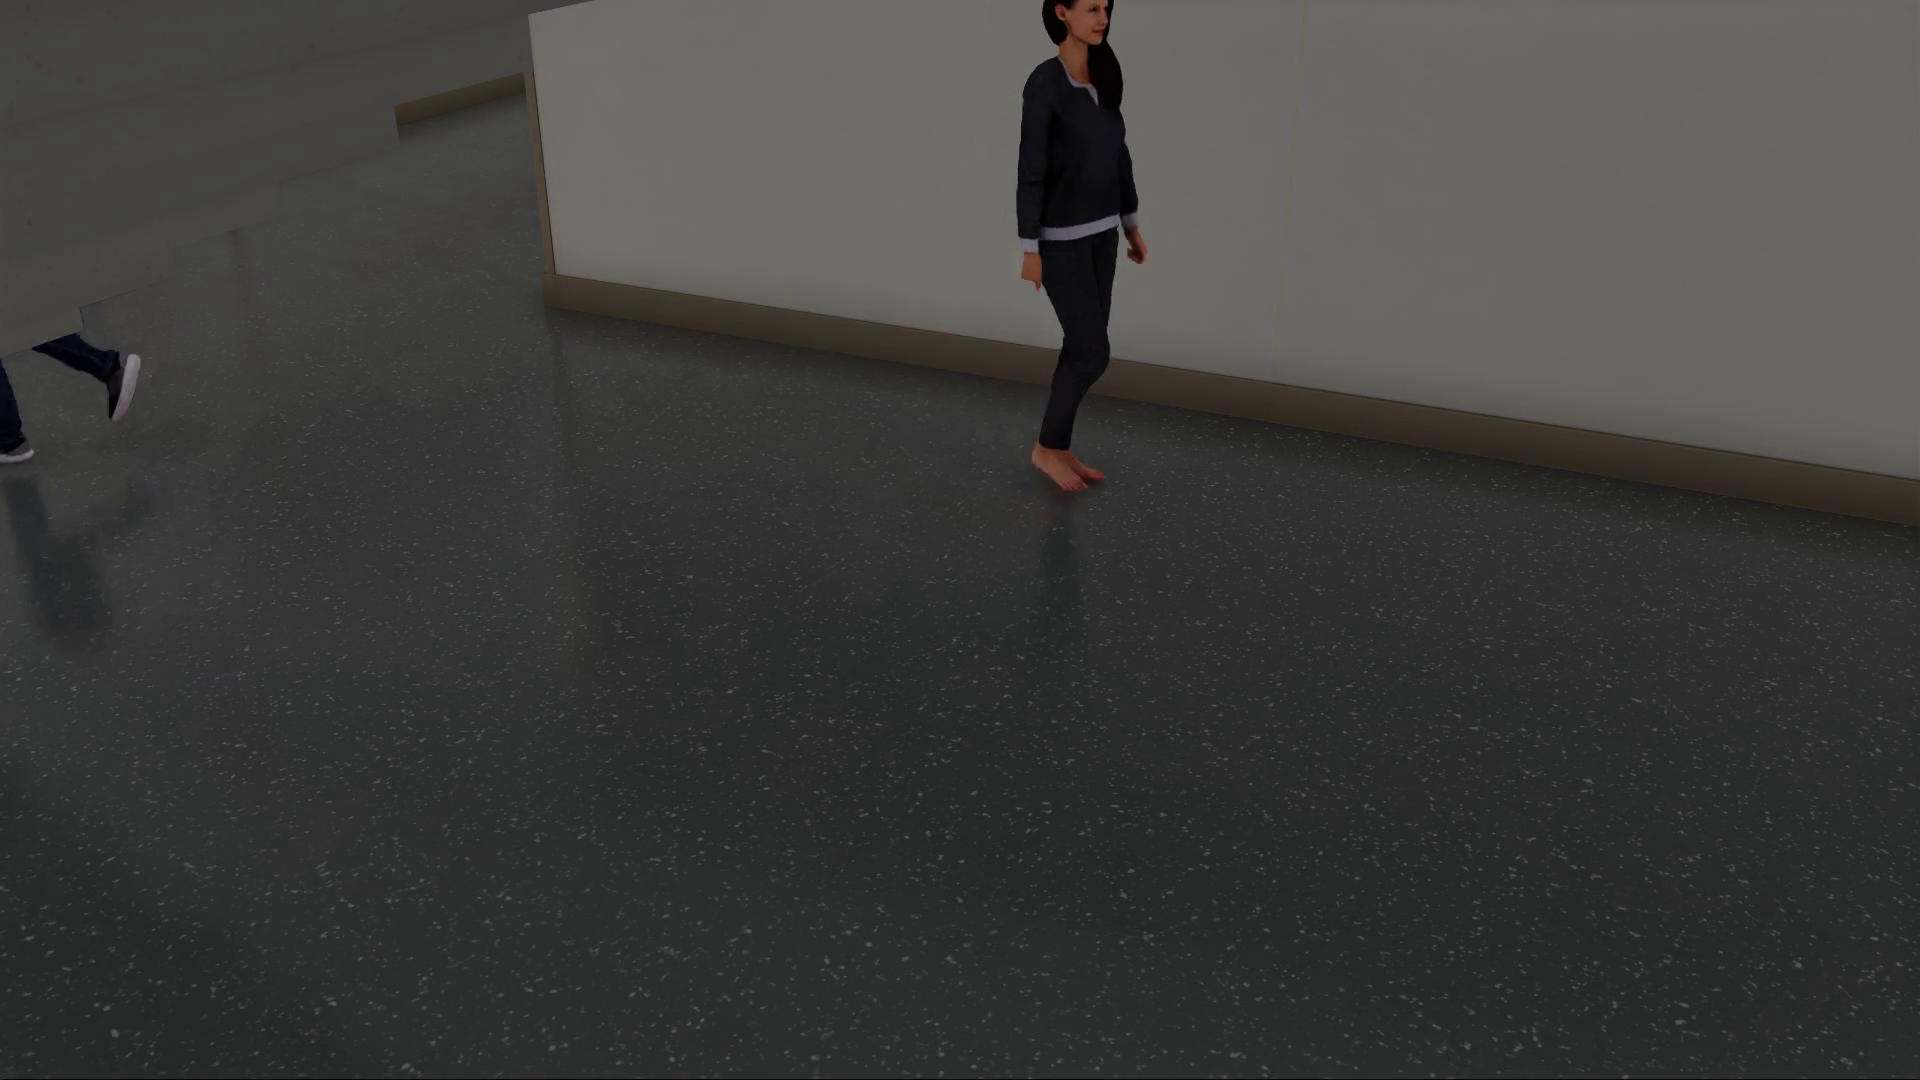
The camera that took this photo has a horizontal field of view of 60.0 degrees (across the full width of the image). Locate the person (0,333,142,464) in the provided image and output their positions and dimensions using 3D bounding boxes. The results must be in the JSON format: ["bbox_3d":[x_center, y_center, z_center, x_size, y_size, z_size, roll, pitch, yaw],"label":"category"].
[{"bbox_3d":[-3.428,-1.029,5.942,0.948,1.543,0.845,-7,27,-13],"label":"person"}]

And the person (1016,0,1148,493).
[{"bbox_3d":[0.336,-1.042,5.718,0.660,1.760,0.666,17,31,32],"label":"person"}]
